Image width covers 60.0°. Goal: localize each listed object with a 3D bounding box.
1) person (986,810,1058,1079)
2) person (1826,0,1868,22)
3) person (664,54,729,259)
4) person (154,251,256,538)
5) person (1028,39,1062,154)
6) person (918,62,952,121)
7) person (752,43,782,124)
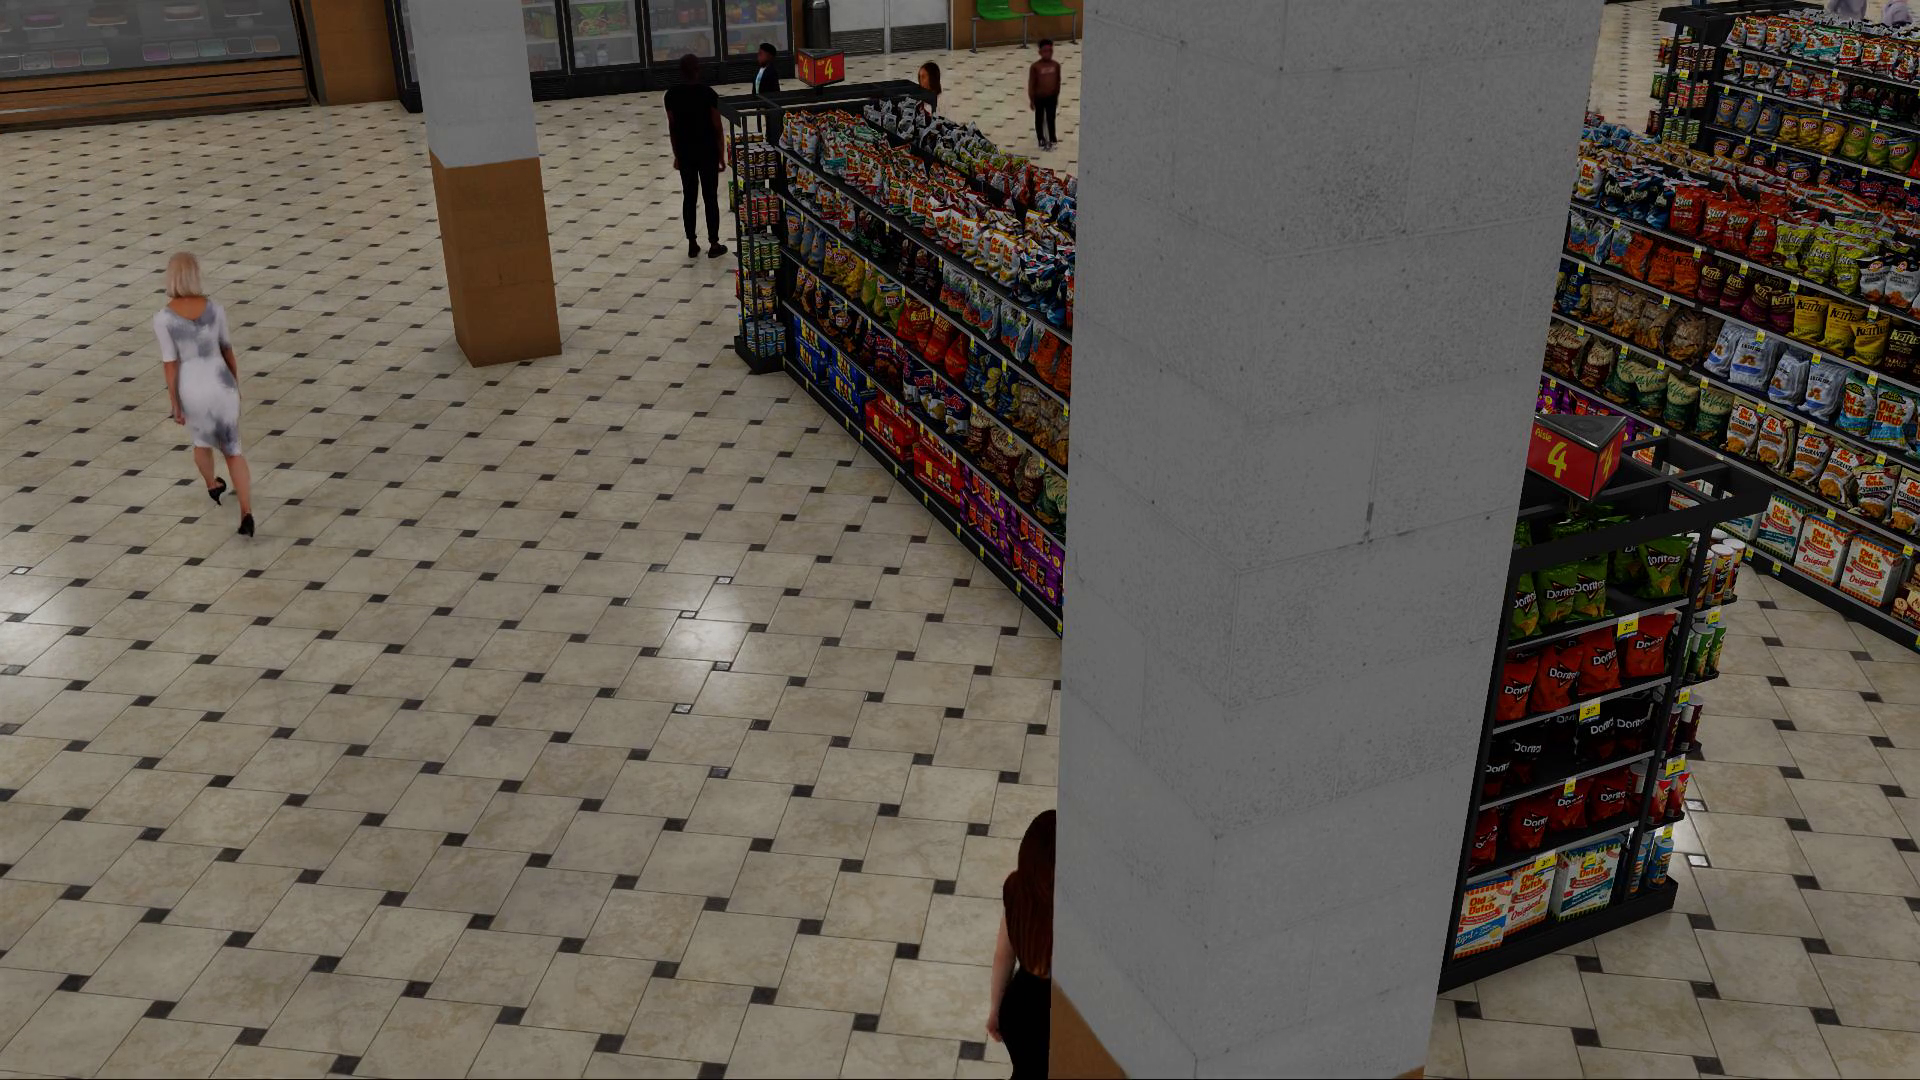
[{"bbox_3d":[0.176,1.607,5.217,0.611,1.676,1.059,-14,30,-25],"label":"person"},{"bbox_3d":[11.250,-6.476,21.004,0.619,1.813,1.077,-12,29,-23],"label":"person"},{"bbox_3d":[-2.381,-3.473,15.076,0.751,1.820,0.761,4,27,8],"label":"person"},{"bbox_3d":[-4.489,-0.815,9.965,0.664,1.701,1.094,-18,32,-32],"label":"person"},{"bbox_3d":[0.942,-5.004,18.748,0.684,1.228,0.906,-4,27,-8],"label":"person"},{"bbox_3d":[-0.174,-3.607,15.505,0.781,1.670,0.706,-21,34,-36],"label":"person"},{"bbox_3d":[-2.100,-4.856,18.410,0.589,1.270,0.481,-15,31,-28],"label":"person"}]
